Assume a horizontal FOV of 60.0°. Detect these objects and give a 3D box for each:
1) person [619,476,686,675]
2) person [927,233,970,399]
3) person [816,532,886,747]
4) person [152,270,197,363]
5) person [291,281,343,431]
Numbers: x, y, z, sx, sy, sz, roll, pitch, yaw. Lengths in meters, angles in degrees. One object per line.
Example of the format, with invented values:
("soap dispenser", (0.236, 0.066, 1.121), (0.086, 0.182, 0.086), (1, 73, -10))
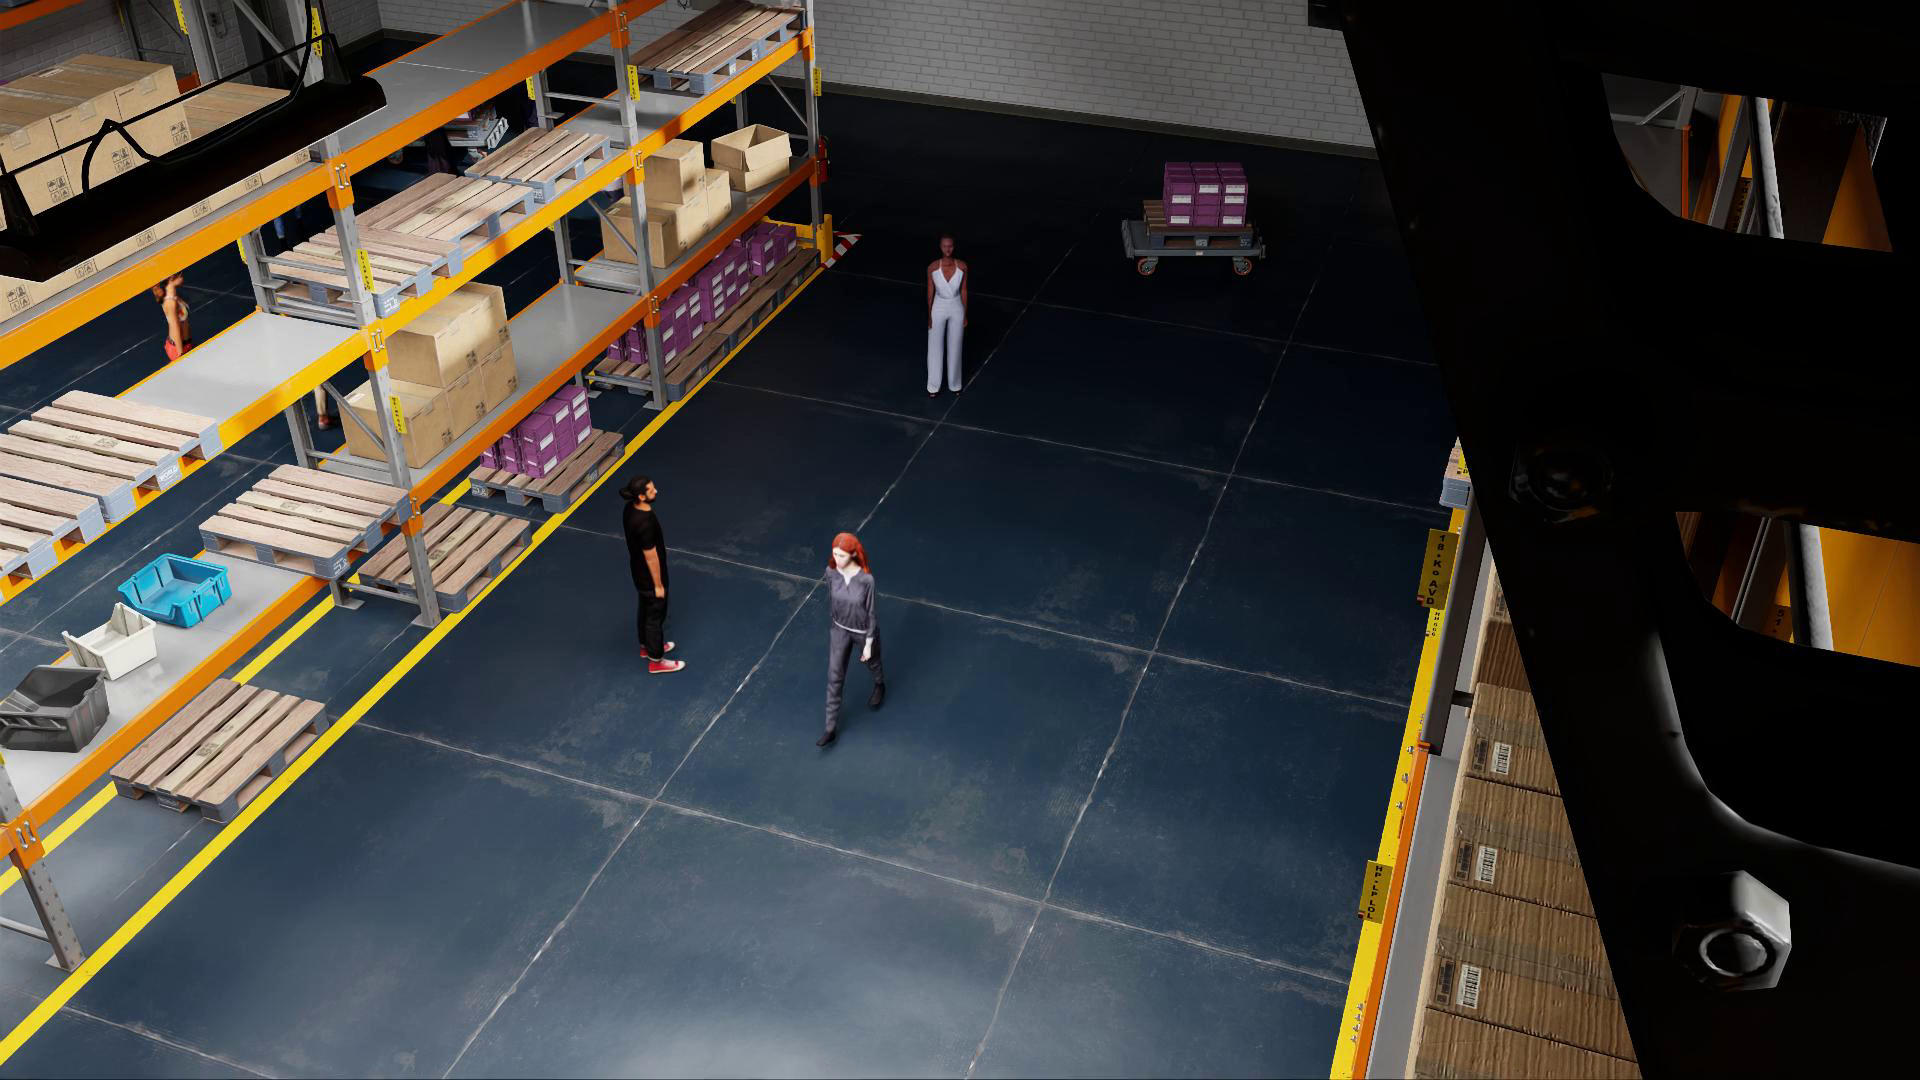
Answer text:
("person", (-2.465, 0.254, 13.153), (0.757, 1.757, 0.698), (-15, 36, -21))
("person", (-0.130, -2.287, 16.954), (0.647, 1.782, 0.634), (-4, 34, -6))
("person", (-0.743, 0.659, 12.578), (0.577, 1.719, 1.117), (11, 35, 16))
("person", (-7.693, -1.815, 16.261), (0.804, 1.763, 0.754), (-13, 36, -19))
("person", (-6.491, -1.881, 16.287), (0.791, 1.844, 0.845), (24, 40, 31))
